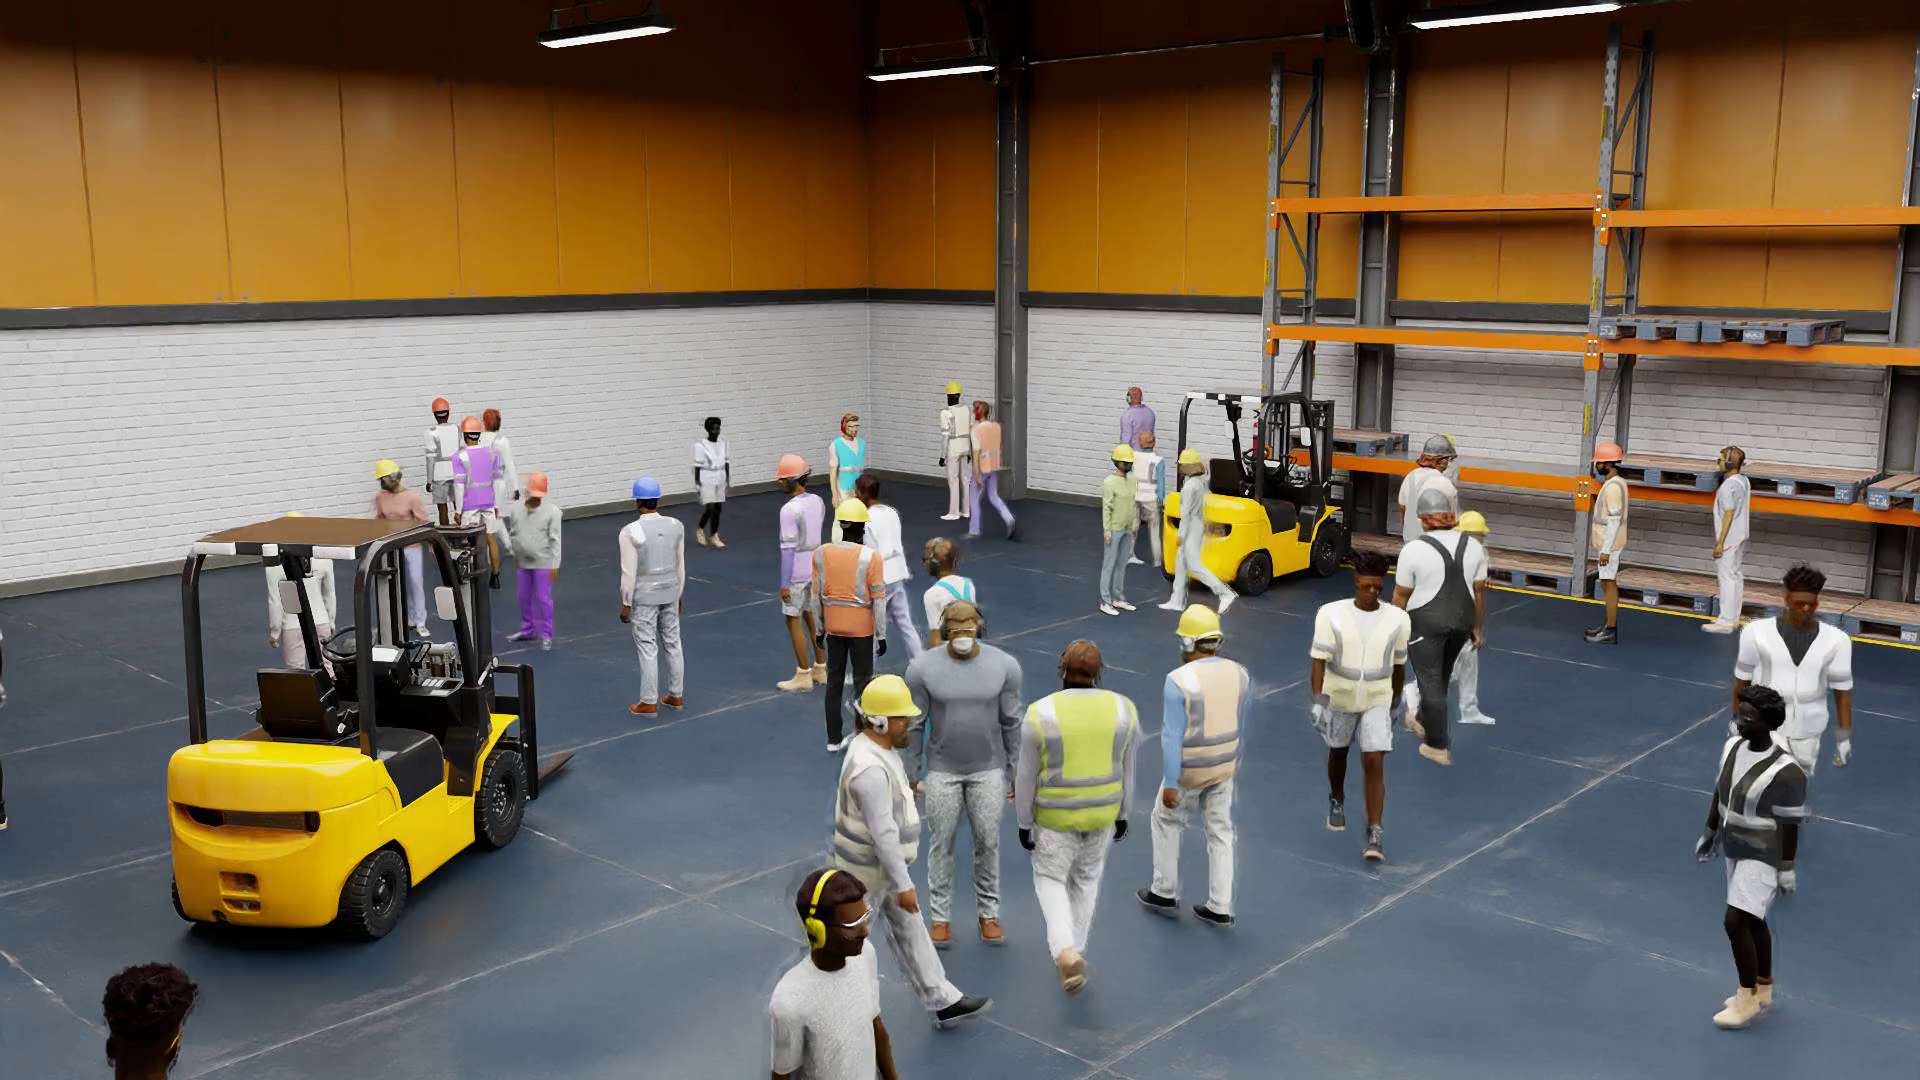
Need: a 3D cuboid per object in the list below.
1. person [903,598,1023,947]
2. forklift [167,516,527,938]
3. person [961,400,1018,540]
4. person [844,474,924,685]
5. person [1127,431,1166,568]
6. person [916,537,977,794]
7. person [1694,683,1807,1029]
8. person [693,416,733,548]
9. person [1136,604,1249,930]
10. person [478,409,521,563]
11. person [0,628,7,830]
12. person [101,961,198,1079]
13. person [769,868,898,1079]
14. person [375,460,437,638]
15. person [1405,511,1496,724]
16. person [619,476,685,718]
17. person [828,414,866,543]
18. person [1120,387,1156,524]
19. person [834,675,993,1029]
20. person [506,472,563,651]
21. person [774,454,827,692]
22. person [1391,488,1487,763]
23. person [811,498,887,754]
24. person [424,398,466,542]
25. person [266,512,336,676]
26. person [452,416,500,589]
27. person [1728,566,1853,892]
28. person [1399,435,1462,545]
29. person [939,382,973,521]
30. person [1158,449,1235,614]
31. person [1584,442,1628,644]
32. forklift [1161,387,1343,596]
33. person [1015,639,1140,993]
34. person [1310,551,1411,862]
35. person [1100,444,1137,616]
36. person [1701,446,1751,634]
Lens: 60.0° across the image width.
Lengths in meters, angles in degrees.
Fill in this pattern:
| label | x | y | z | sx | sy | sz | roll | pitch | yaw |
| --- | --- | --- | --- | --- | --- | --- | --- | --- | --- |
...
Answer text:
| label | x | y | z | sx | sy | sz | roll | pitch | yaw |
| --- | --- | --- | --- | --- | --- | --- | --- | --- | --- |
| person | 0.015 | 1.248 | 8.969 | 0.652 | 1.929 | 0.398 | -1 | 10 | -5 |
| forklift | -3.583 | 0.976 | 9.748 | 1.214 | 2.155 | 2.313 | 2 | 10 | 11 |
| person | 0.378 | -0.883 | 21.379 | 0.760 | 1.828 | 0.559 | 9 | 14 | 42 |
| person | -0.626 | 0.363 | 14.262 | 0.854 | 1.857 | 0.611 | 5 | 11 | 28 |
| person | 2.213 | -0.485 | 19.688 | 0.527 | 1.623 | 0.377 | 7 | 12 | 33 |
| person | -0.065 | 0.885 | 11.411 | 0.742 | 1.807 | 0.510 | 9 | 13 | 40 |
| person | 3.807 | 1.521 | 8.083 | 0.560 | 1.679 | 0.534 | -1 | 10 | -6 |
| person | -3.100 | -0.719 | 20.869 | 0.361 | 1.684 | 0.532 | 9 | 13 | 40 |
| person | 1.280 | 1.245 | 9.317 | 0.631 | 1.804 | 0.722 | -6 | 12 | -33 |
| person | -5.576 | -0.662 | 20.090 | 0.600 | 1.834 | 0.960 | 5 | 11 | 28 |
| person | -6.429 | 0.938 | 10.614 | 0.369 | 1.965 | 0.609 | 10 | 14 | 44 |
| person | -2.140 | 2.044 | 4.416 | 0.617 | 1.924 | 0.859 | -6 | 11 | -29 |
| person | -0.433 | 1.921 | 5.446 | 0.998 | 1.829 | 0.519 | 4 | 11 | 24 |
| person | -5.337 | 0.086 | 16.113 | 0.697 | 1.746 | 0.396 | 3 | 10 | 15 |
| person | 3.910 | 0.616 | 13.119 | 0.650 | 1.722 | 0.496 | 2 | 10 | 12 |
| person | -2.484 | 0.457 | 13.406 | 0.406 | 1.947 | 0.606 | 10 | 14 | 44 |
| person | -1.325 | -0.567 | 19.525 | 0.374 | 1.843 | 0.569 | 8 | 12 | 37 |
| person | 2.362 | -1.129 | 22.573 | 0.399 | 1.903 | 0.643 | 10 | 14 | 44 |
| person | -0.308 | 1.516 | 7.820 | 0.926 | 1.783 | 0.590 | 1 | 10 | 3 |
| person | -4.001 | 0.192 | 15.602 | 0.661 | 1.705 | 0.445 | 4 | 11 | 23 |
| person | -1.378 | 0.278 | 14.200 | 0.417 | 2.028 | 0.612 | 5 | 11 | 26 |
| person | 3.481 | 0.578 | 12.452 | 0.684 | 2.000 | 0.950 | -3 | 10 | -17 |
| person | -0.811 | 0.648 | 12.384 | 0.593 | 1.923 | 0.382 | 4 | 11 | 22 |
| person | -6.368 | -0.792 | 20.566 | 0.382 | 1.930 | 0.547 | 10 | 14 | 44 |
| person | -5.044 | 0.663 | 12.754 | 0.331 | 1.768 | 0.526 | 10 | 14 | 44 |
| person | -5.324 | -0.393 | 18.274 | 0.379 | 1.937 | 0.547 | 10 | 14 | 44 |
| person | 4.933 | 1.099 | 9.852 | 0.621 | 1.905 | 1.018 | 3 | 10 | 15 |
| person | 4.460 | 0.018 | 15.642 | 0.535 | 2.000 | 0.684 | -3 | 11 | -18 |
| person | -0.071 | -1.232 | 23.082 | 0.388 | 1.926 | 0.590 | 10 | 14 | 44 |
| person | 2.469 | -0.083 | 17.160 | 0.779 | 1.712 | 0.521 | 3 | 10 | 18 |
| person | 6.161 | 0.029 | 15.882 | 0.376 | 1.933 | 0.551 | 4 | 11 | 24 |
| forklift | 3.298 | -0.608 | 18.767 | 1.214 | 2.155 | 2.313 | 9 | 13 | 42 |
| person | 0.601 | 1.406 | 8.400 | 0.637 | 1.818 | 0.629 | -3 | 10 | -15 |
| person | 2.497 | 1.002 | 10.426 | 0.611 | 1.906 | 1.035 | 2 | 10 | 9 |
| person | 1.665 | -0.113 | 17.171 | 0.326 | 1.767 | 0.533 | 9 | 13 | 40 |
| person | 7.534 | 0.000 | 16.302 | 0.345 | 1.845 | 0.505 | 10 | 14 | 44 |
